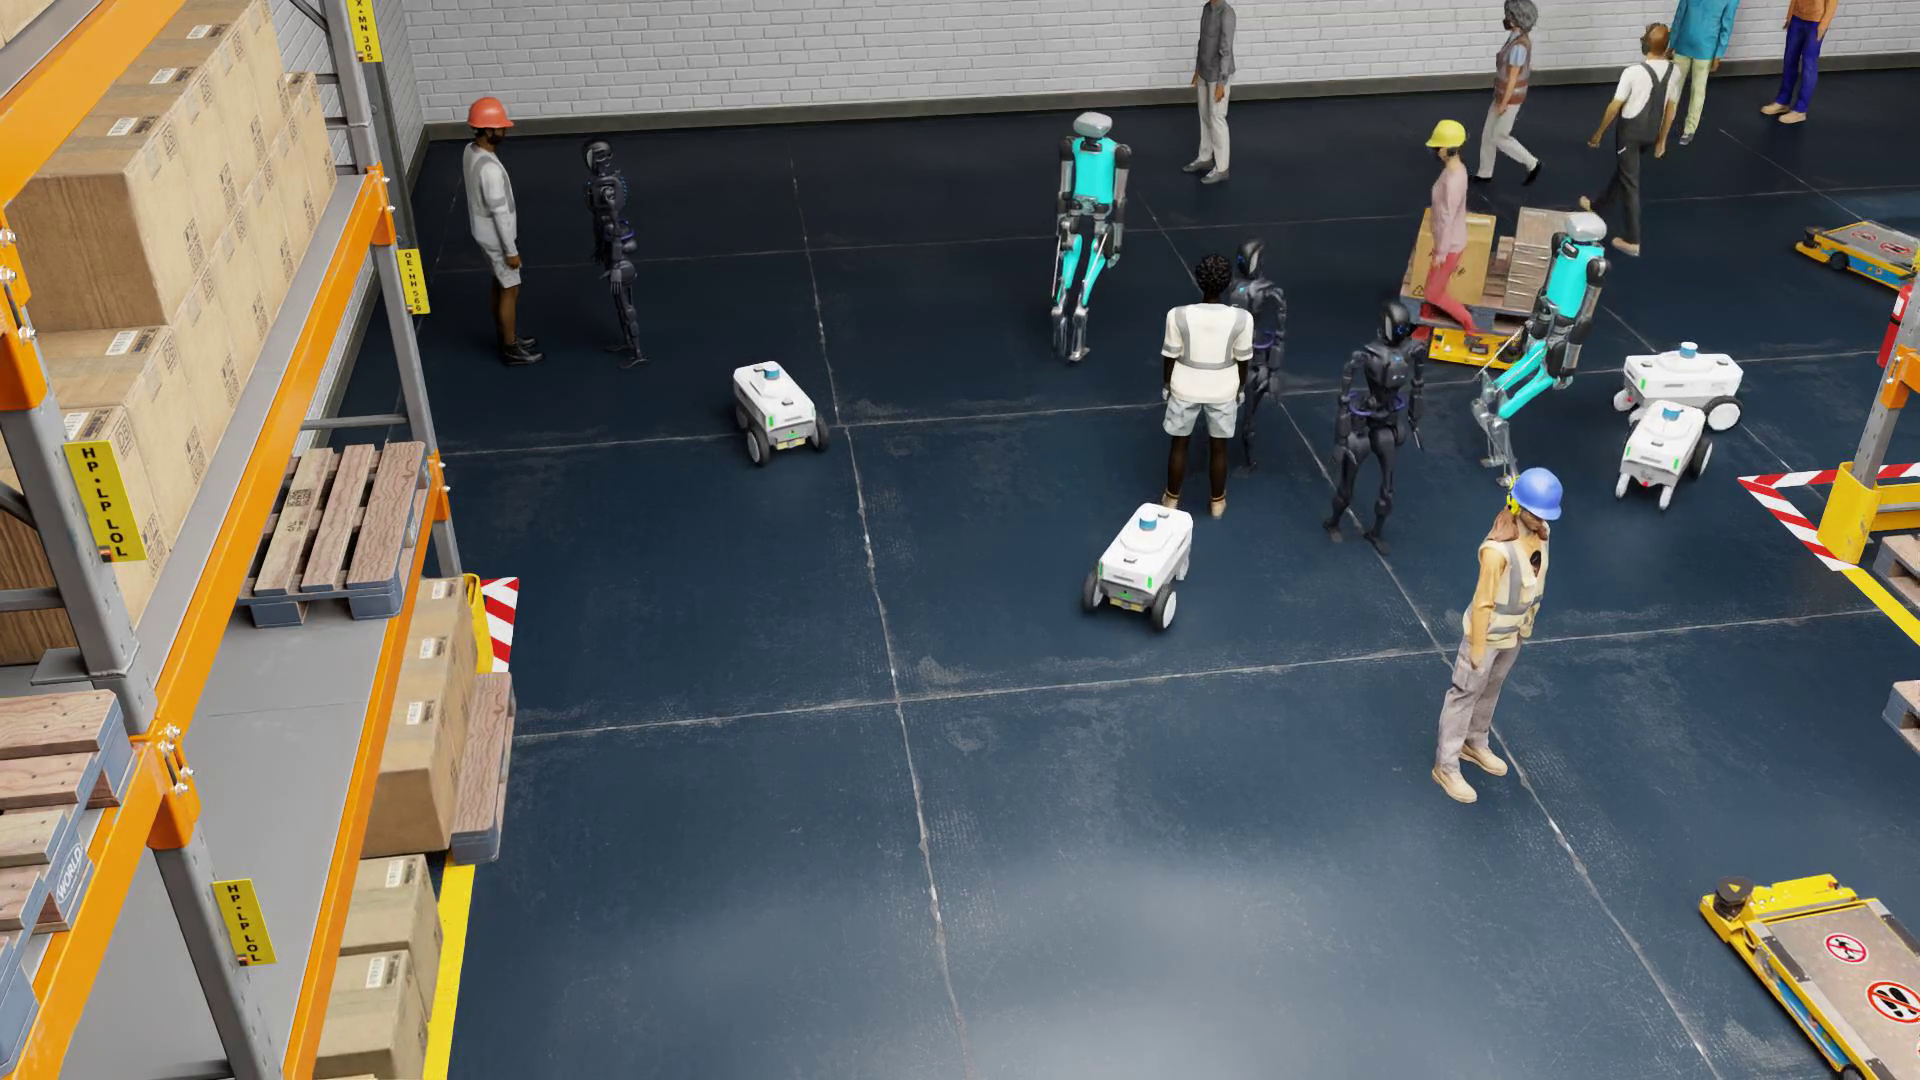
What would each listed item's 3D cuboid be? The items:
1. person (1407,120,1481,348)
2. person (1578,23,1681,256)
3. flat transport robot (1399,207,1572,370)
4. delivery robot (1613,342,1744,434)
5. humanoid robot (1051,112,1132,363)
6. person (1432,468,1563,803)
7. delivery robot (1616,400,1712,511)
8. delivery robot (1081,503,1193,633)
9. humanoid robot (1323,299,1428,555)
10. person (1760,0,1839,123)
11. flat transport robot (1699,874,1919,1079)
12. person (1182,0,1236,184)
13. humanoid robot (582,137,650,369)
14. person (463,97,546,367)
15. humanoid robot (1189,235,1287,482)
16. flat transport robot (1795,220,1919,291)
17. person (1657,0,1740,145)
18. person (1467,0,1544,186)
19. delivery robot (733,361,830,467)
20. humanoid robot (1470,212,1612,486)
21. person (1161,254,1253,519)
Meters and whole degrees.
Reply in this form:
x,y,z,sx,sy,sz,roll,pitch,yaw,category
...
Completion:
x,y,z,sx,sy,sz,roll,pitch,yaw,category
3.471,-2.098,11.714,0.574,1.738,0.539,5,34,8,person
5.420,-3.293,13.498,0.531,1.795,0.952,-11,35,-16,person
3.914,-1.677,12.422,0.659,0.231,1.431,11,35,16,flat transport robot
4.859,-1.045,11.190,0.774,0.592,0.499,-2,33,-2,delivery robot
0.819,-1.990,11.628,0.543,1.847,0.782,16,36,23,humanoid robot
2.546,0.429,7.816,0.470,1.775,0.323,-25,41,-33,person
4.436,-0.583,10.499,0.499,0.610,0.804,20,38,27,delivery robot
1.040,0.131,9.406,0.499,0.612,0.813,15,36,22,delivery robot
2.387,-0.669,9.601,0.603,1.643,0.429,-11,35,-16,humanoid robot
8.177,-5.041,16.027,0.405,1.972,0.518,-11,35,-17,person
3.787,1.930,6.896,0.659,0.231,1.431,-7,34,-11,flat transport robot
2.255,-4.109,14.672,0.389,1.889,0.536,-11,35,-16,person
-2.426,-2.006,11.626,0.315,1.657,0.599,-13,35,-19,humanoid robot
-3.199,-2.134,11.612,0.388,1.926,0.546,-17,37,-24,person
1.734,-1.094,10.256,0.589,1.657,0.458,21,39,29,humanoid robot
7.470,-2.186,13.203,0.659,0.231,1.431,-16,37,-23,flat transport robot
6.863,-4.590,15.535,0.333,1.743,0.559,-26,41,-34,person
4.849,-3.873,14.499,0.586,1.668,0.448,3,33,5,person
-1.209,-0.853,10.913,0.499,0.612,0.805,-15,36,-22,delivery robot
3.490,-1.156,10.252,0.701,1.744,0.530,-6,34,-10,humanoid robot
1.456,-0.893,9.922,0.535,1.691,0.319,3,33,5,person
